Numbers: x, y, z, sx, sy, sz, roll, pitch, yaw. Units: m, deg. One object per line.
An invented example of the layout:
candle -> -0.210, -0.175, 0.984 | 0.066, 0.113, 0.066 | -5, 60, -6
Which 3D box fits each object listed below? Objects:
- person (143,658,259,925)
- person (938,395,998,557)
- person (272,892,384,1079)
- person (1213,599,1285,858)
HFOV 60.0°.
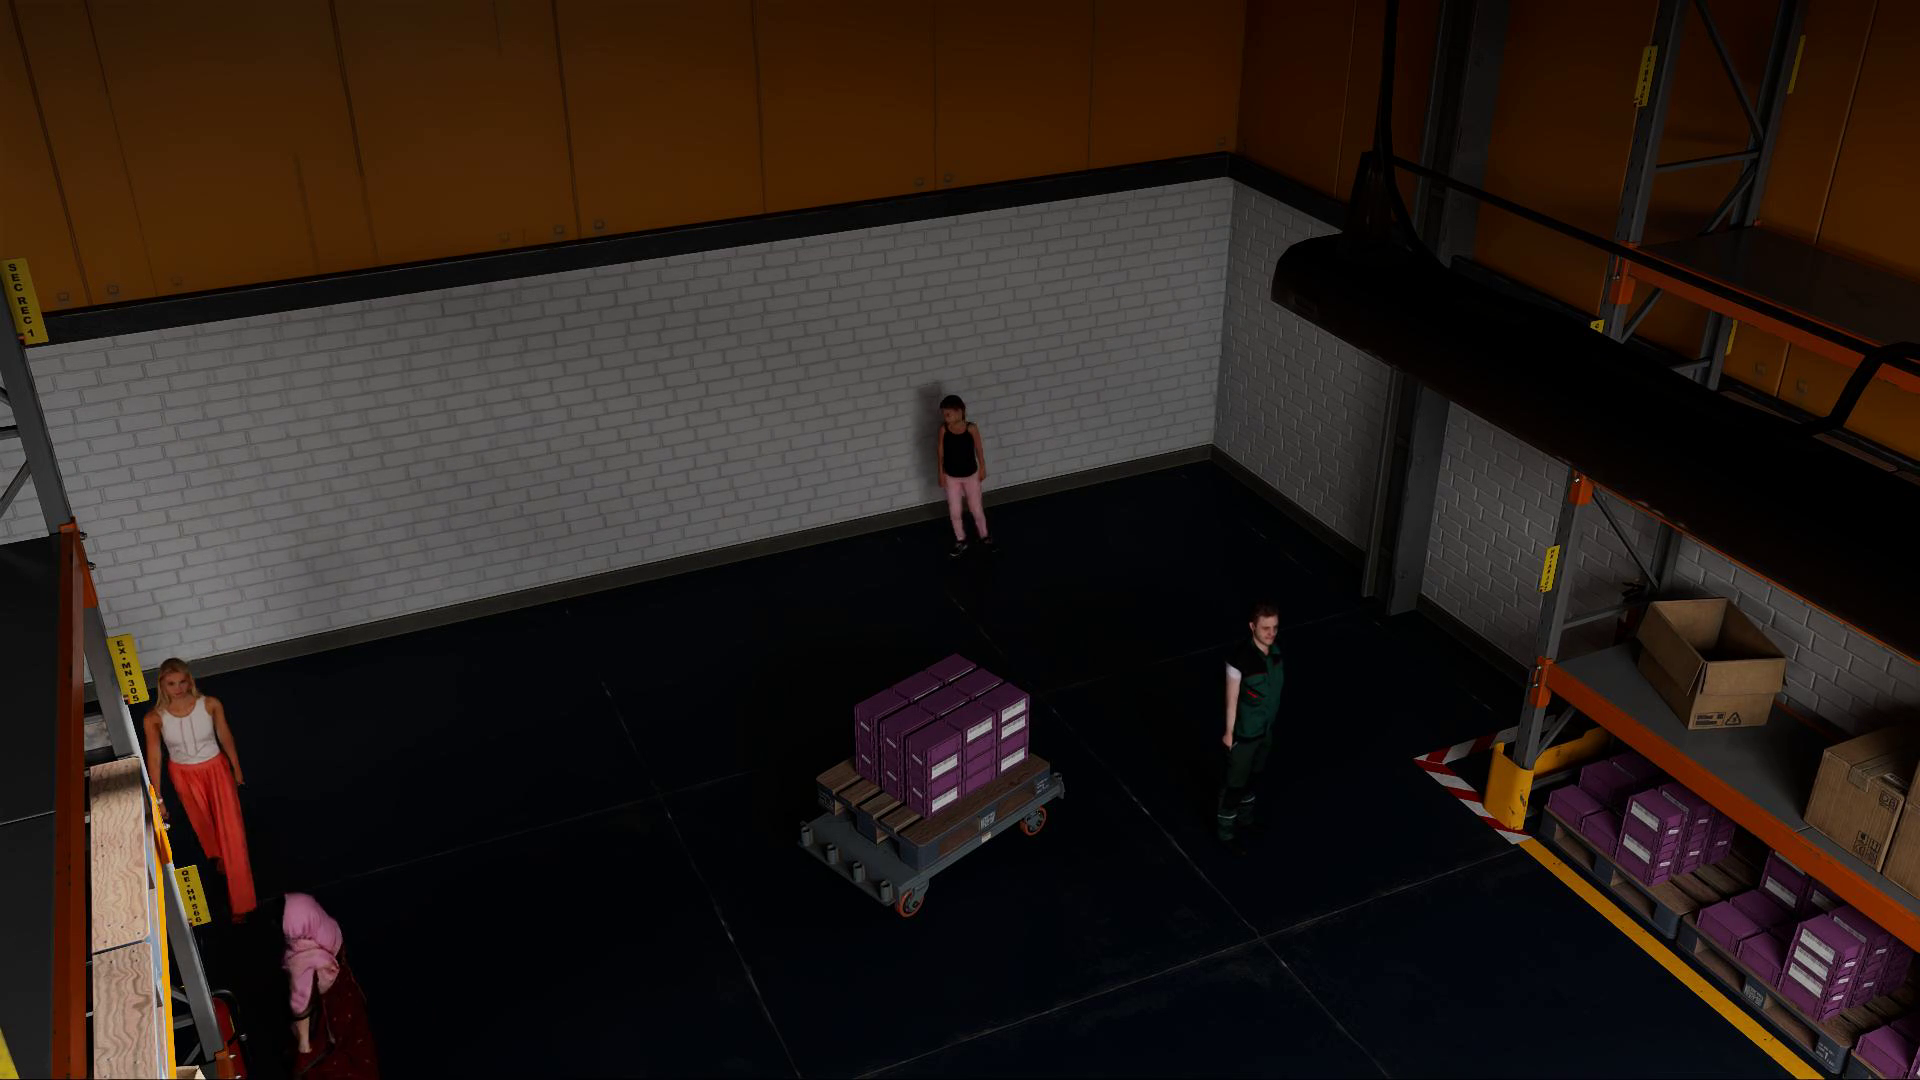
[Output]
person -> -4.754, 1.469, 10.419 | 0.692, 1.745, 1.264 | -11, 31, -20
person -> 0.046, -0.562, 14.363 | 0.763, 1.533, 0.766 | -4, 29, -7
person -> -3.253, 2.478, 8.696 | 0.852, 1.624, 0.773 | 8, 30, 14
person -> 1.882, 1.194, 10.822 | 0.706, 1.841, 0.716 | 24, 37, 37
